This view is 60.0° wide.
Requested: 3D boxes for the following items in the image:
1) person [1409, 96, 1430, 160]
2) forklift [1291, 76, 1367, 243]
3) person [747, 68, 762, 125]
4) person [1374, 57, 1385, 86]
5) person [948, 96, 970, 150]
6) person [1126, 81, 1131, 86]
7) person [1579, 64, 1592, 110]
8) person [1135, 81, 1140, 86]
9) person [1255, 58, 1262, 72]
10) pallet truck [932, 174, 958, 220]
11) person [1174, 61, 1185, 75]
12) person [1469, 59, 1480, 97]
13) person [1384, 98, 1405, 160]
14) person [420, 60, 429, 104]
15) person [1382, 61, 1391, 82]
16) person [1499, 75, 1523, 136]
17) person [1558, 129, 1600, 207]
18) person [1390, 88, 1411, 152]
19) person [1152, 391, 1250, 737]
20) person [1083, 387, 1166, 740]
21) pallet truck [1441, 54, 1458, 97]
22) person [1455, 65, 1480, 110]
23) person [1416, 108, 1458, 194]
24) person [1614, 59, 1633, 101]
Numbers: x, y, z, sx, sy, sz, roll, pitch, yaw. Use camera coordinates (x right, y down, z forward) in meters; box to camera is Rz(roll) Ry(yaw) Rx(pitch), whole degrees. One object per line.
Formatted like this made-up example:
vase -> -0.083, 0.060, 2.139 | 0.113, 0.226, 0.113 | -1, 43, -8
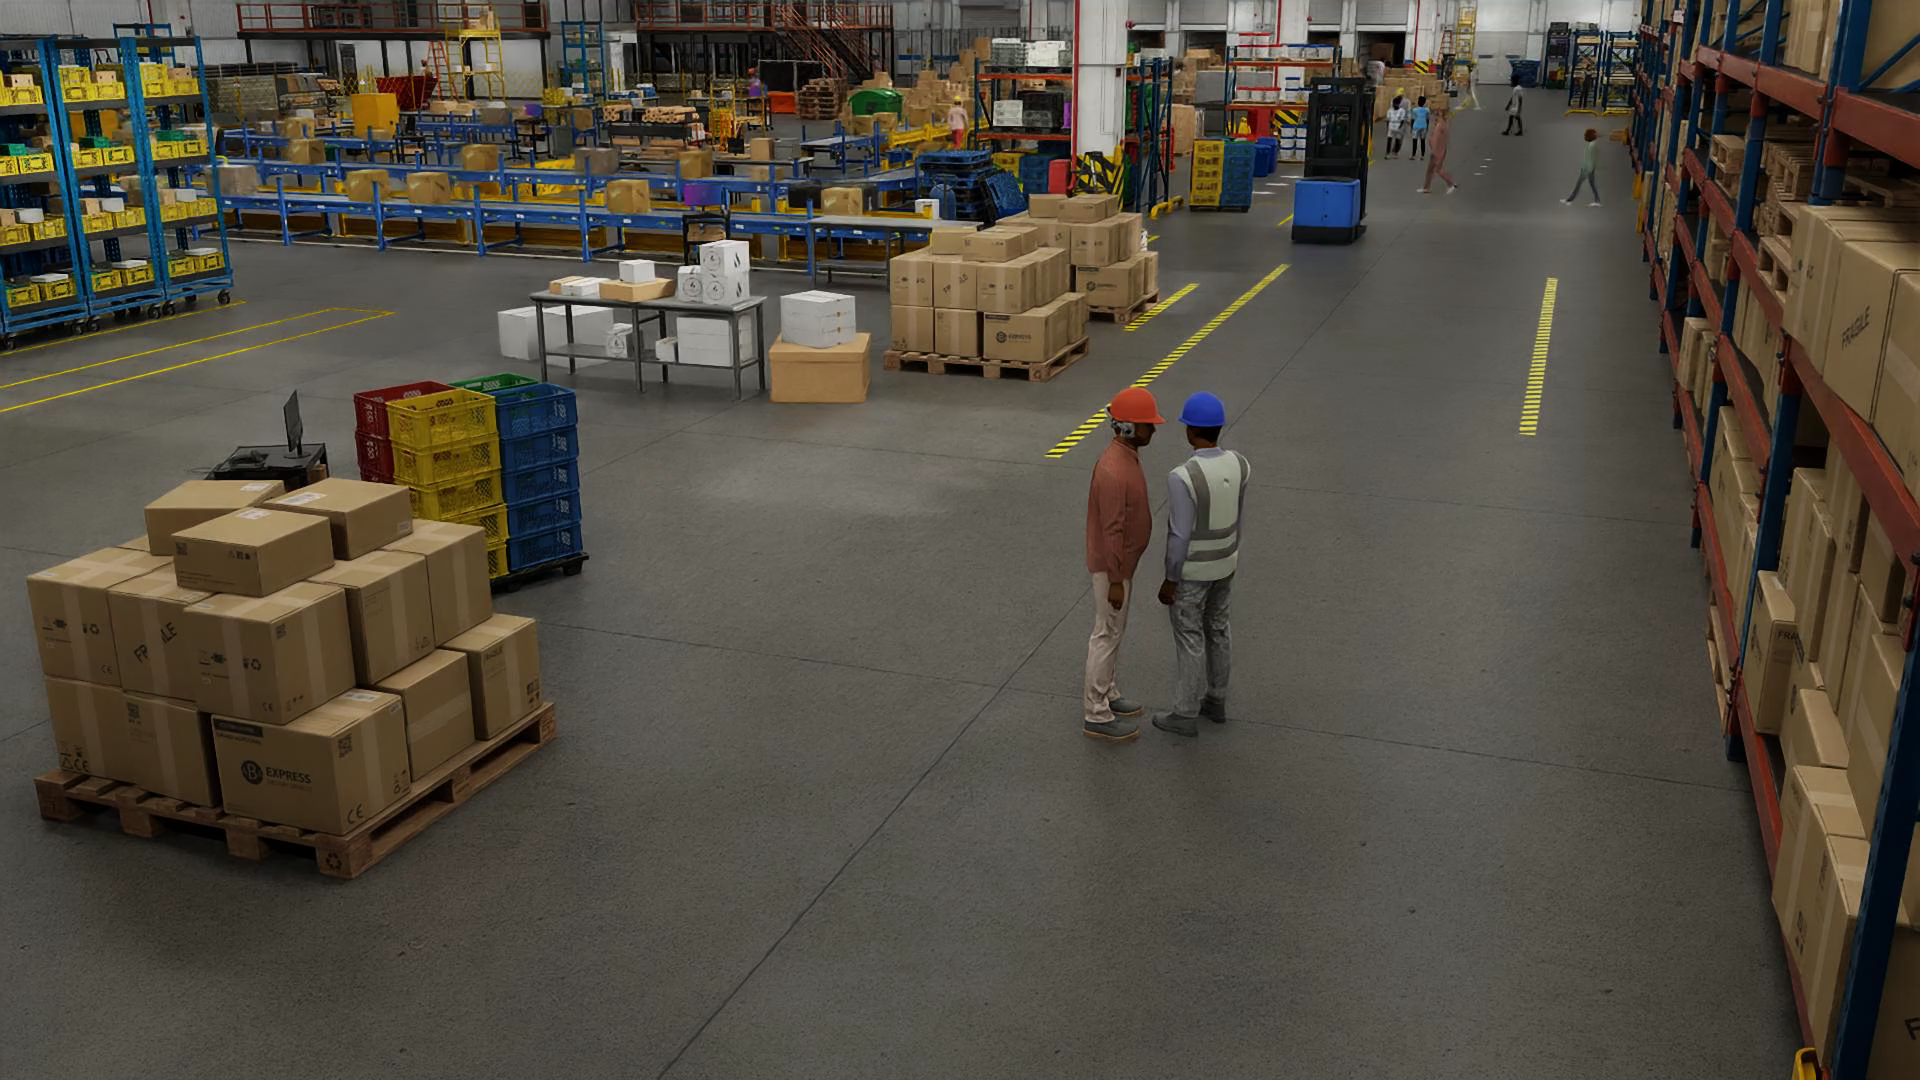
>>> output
person -> 12.505, -11.202, 45.269 | 0.541, 1.698, 0.315 | -2, 18, -6
forklift -> 6.598, -6.755, 29.381 | 1.129, 2.768, 1.873 | 6, 19, 19
person -> -7.110, -15.516, 58.345 | 0.895, 2.007, 0.624 | 10, 20, 30
person -> 20.517, -22.551, 80.776 | 0.945, 1.790, 0.655 | 7, 19, 20
person -> -0.046, -11.054, 44.783 | 0.527, 1.718, 0.923 | 8, 19, 25
person -> 6.046, -16.123, 60.249 | 0.372, 1.997, 0.611 | -2, 18, -5
person -> 25.741, -18.625, 68.359 | 0.505, 1.845, 0.346 | -7, 19, -20
person -> 8.751, -22.951, 81.801 | 0.350, 1.936, 0.635 | -13, 22, -36
person -> 15.783, -24.944, 88.043 | 0.391, 1.949, 0.602 | 7, 19, 21
pallet truck -> -0.507, -5.292, 27.348 | 0.653, 1.274, 1.630 | 6, 19, 19
person -> 8.643, -17.884, 65.711 | 0.679, 2.000, 0.696 | 5, 18, 16
person -> 24.320, -21.856, 78.715 | 0.488, 1.728, 0.593 | 3, 18, 8
person -> 11.883, -11.229, 45.433 | 0.526, 1.649, 0.855 | 8, 19, 23
person -> -23.490, -20.107, 72.966 | 0.347, 1.879, 0.583 | -1, 18, -4
person -> 20.136, -21.723, 78.407 | 0.865, 1.651, 0.545 | -9, 20, -27
person -> 17.902, -14.039, 53.813 | 0.908, 1.917, 0.609 | 3, 18, 10
person -> 12.951, -7.715, 34.485 | 0.860, 1.581, 0.519 | 7, 19, 21
person -> 12.695, -12.139, 48.030 | 0.586, 1.816, 0.737 | 5, 18, 14
person -> 1.332, 0.136, 9.239 | 0.614, 1.946, 0.390 | -16, 24, -41
person -> 0.902, 0.126, 9.224 | 0.414, 1.985, 0.610 | 3, 18, 11
pallet truck -> 22.765, -21.886, 78.355 | 0.823, 1.965, 1.885 | -4, 18, -14
person -> 20.920, -18.541, 68.164 | 1.000, 1.812, 0.533 | 4, 18, 13
person -> 10.671, -8.639, 36.941 | 0.882, 1.876, 0.654 | 10, 20, 28
person -> 29.906, -20.600, 74.520 | 0.989, 1.880, 0.601 | 3, 18, 9
